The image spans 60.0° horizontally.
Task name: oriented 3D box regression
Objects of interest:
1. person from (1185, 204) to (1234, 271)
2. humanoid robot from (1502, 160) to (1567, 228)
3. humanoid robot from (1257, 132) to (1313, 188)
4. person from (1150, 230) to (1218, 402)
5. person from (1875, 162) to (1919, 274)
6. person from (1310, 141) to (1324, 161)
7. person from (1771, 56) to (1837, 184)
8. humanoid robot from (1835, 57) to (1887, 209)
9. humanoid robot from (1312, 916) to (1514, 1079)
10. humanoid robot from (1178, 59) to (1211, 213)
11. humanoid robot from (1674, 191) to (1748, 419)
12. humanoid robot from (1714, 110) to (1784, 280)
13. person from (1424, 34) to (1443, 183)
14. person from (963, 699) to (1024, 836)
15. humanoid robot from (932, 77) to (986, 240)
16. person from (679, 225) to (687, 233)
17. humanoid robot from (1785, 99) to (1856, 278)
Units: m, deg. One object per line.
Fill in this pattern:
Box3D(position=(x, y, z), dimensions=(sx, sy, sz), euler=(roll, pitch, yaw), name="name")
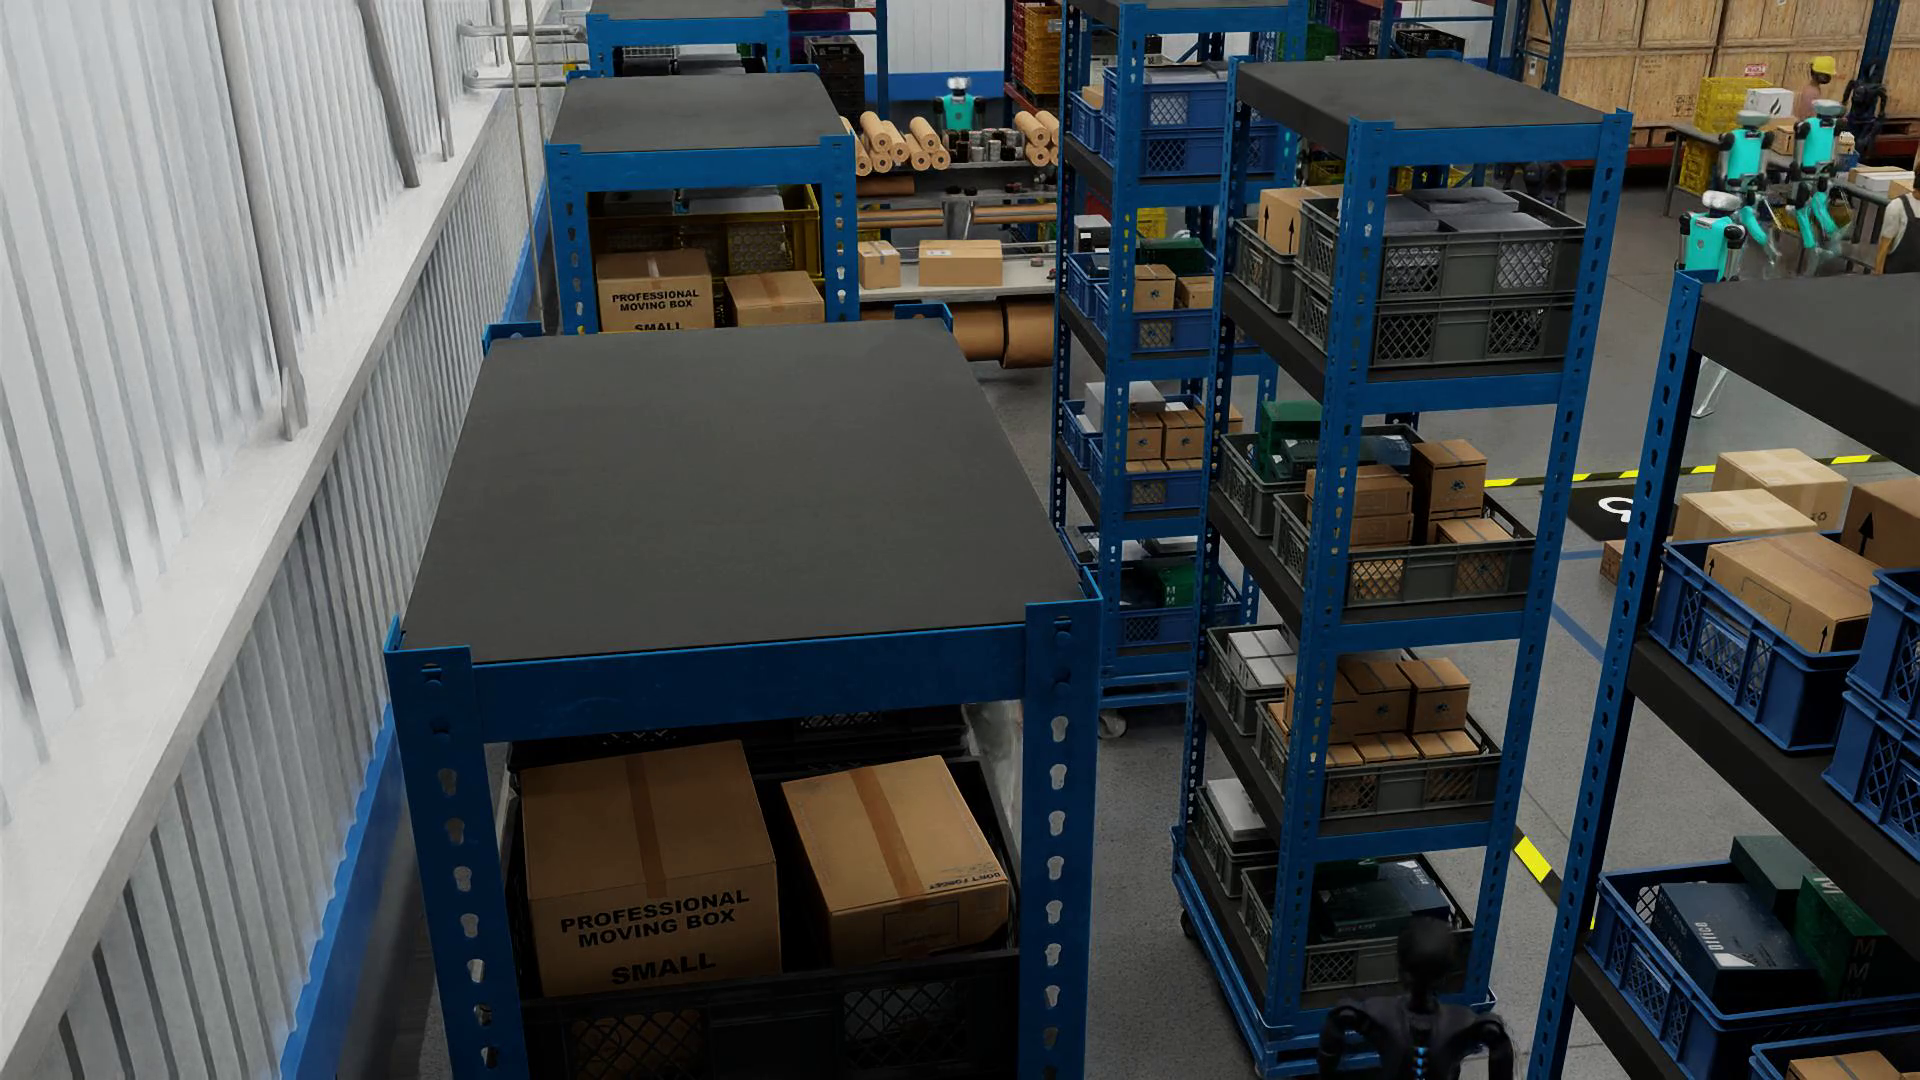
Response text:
Box3D(position=(2.125, -2.585, 14.047), dimensions=(0.525, 1.833, 0.799), euler=(9, 26, 18), name="person")
Box3D(position=(5.086, -2.846, 14.796), dimensions=(0.615, 1.655, 0.459), euler=(16, 29, 31), name="humanoid robot")
Box3D(position=(3.230, -3.646, 16.516), dimensions=(0.552, 1.771, 0.987), euler=(6, 25, 14), name="humanoid robot")
Box3D(position=(1.410, -1.109, 10.812), dimensions=(0.596, 1.852, 0.360), euler=(-4, 25, -9), name="person")
Box3D(position=(7.265, -2.026, 12.830), dimensions=(0.498, 1.838, 0.348), euler=(-6, 25, -13), name="person")
Box3D(position=(3.901, -4.530, 18.172), dimensions=(0.373, 1.917, 0.599), euler=(3, 25, 6), name="person")
Box3D(position=(9.073, -4.351, 17.990), dimensions=(0.498, 1.744, 0.522), euler=(11, 27, 23), name="person")
Box3D(position=(9.954, -4.517, 18.441), dimensions=(0.369, 1.645, 0.584), euler=(-12, 27, -24), name="humanoid robot")
Box3D(position=(1.249, 1.796, 4.714), dimensions=(0.601, 1.646, 0.362), euler=(5, 25, 10), name="humanoid robot")
Box3D(position=(2.945, -4.425, 18.222), dimensions=(1.012, 1.782, 0.532), euler=(0, 25, -1), name="humanoid robot")
Box3D(position=(5.563, -1.738, 12.154), dimensions=(0.735, 1.681, 0.533), euler=(-12, 27, -24), name="humanoid robot")
Box3D(position=(7.118, -2.874, 14.846), dimensions=(0.535, 1.773, 0.949), euler=(-7, 26, -14), name="humanoid robot")
Box3D(position=(5.247, -4.860, 19.022), dimensions=(0.845, 1.810, 0.627), euler=(17, 30, 33), name="person")
Box3D(position=(0.002, 0.639, 7.068), dimensions=(0.618, 1.815, 0.509), euler=(4, 25, 9), name="person")
Box3D(position=(0.017, -3.768, 16.838), dimensions=(0.538, 1.873, 0.729), euler=(2, 25, 4), name="humanoid robot")
Box3D(position=(-2.178, -2.430, 13.705), dimensions=(0.465, 1.844, 0.579), euler=(14, 28, 28), name="person")
Box3D(position=(7.961, -3.065, 15.348), dimensions=(0.533, 1.903, 0.692), euler=(-10, 26, -20), name="humanoid robot")
